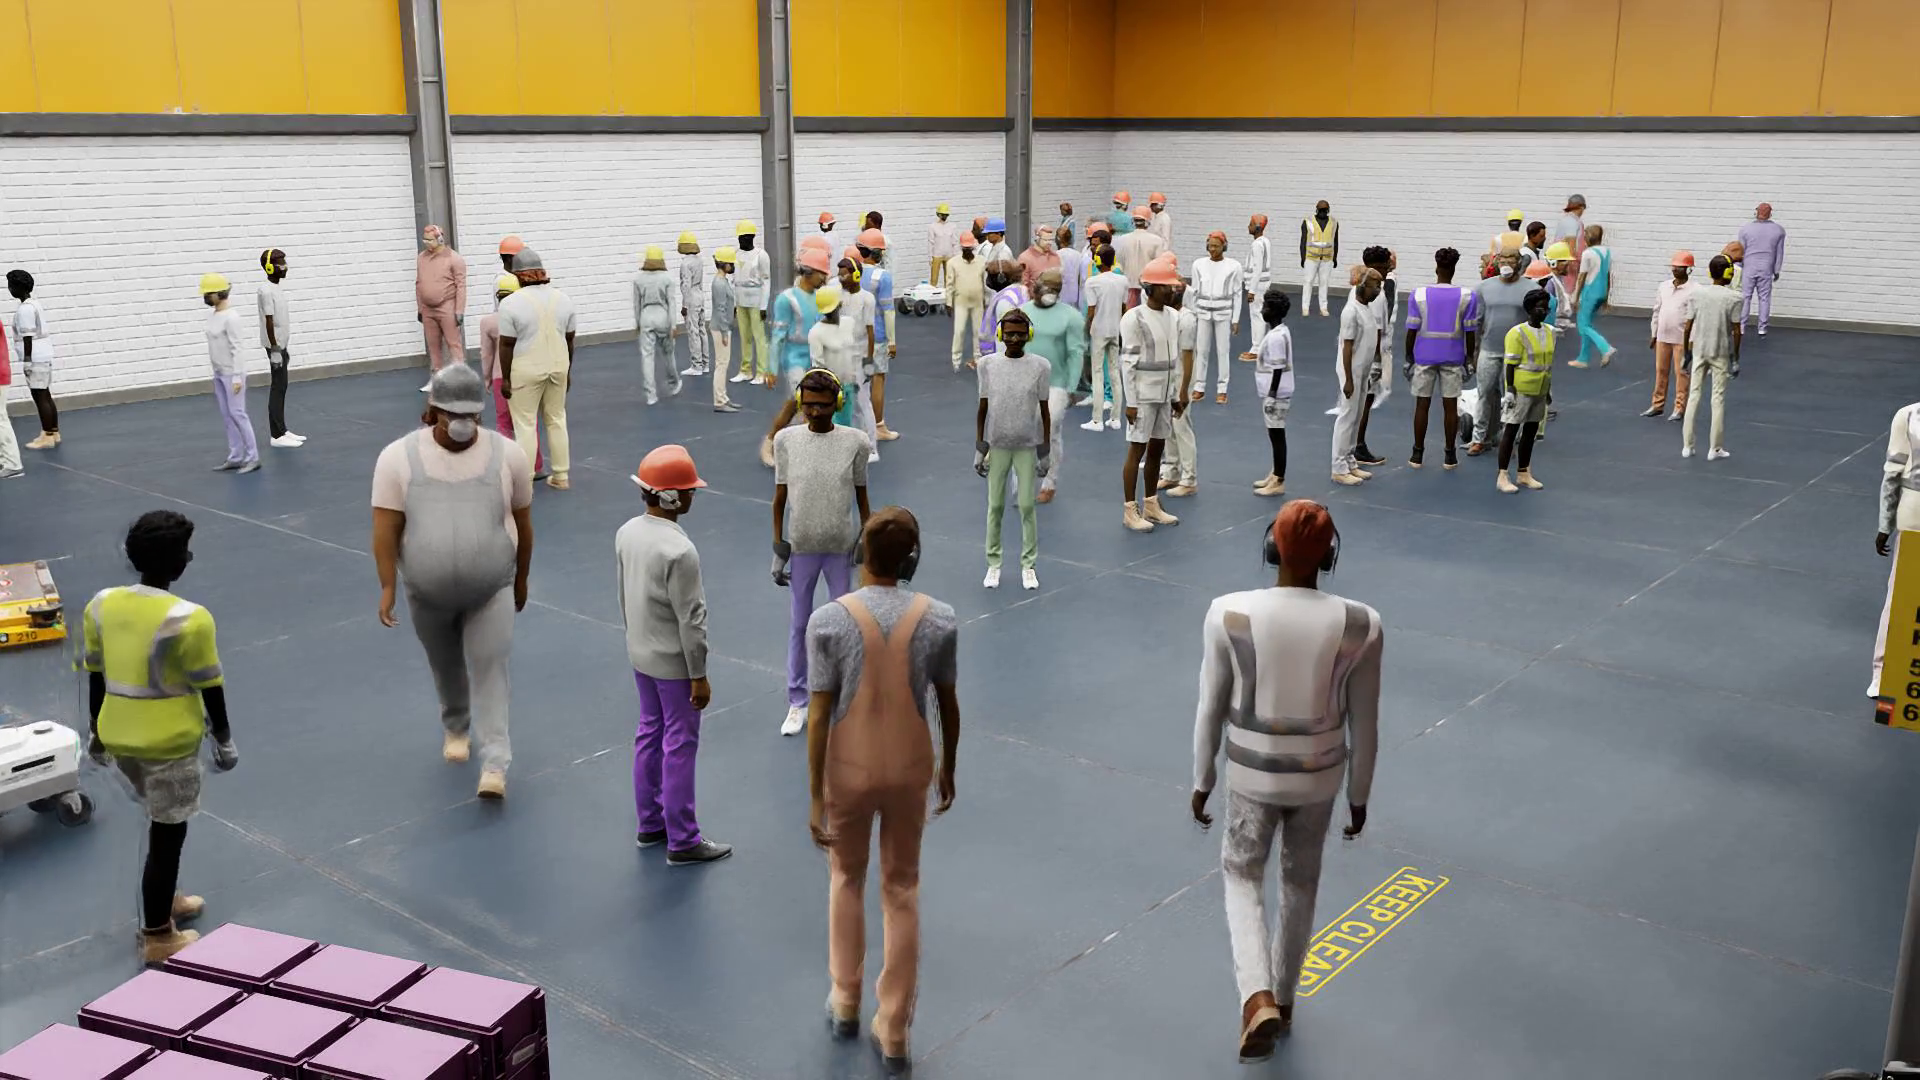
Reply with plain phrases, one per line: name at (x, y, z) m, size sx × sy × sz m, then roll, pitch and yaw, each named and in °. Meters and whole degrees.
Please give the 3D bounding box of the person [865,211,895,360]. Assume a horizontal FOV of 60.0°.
person at (-1.059, -3.291, 21.573) m, size 0.376 × 1.917 × 0.600 m, roll -7°, pitch 16°, yaw -27°

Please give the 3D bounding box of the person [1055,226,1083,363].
person at (1.240, -2.826, 19.893) m, size 0.515 × 1.835 × 0.359 m, roll -8°, pitch 16°, yaw -29°

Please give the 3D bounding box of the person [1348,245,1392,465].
person at (3.665, -1.666, 14.982) m, size 0.362 × 1.963 × 0.614 m, roll -2°, pitch 14°, yaw -6°

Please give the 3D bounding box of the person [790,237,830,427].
person at (-1.442, -1.877, 15.861) m, size 0.448 × 1.960 × 0.713 m, roll -3°, pitch 14°, yaw -14°

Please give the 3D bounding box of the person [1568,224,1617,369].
person at (7.885, -2.992, 20.587) m, size 0.511 × 1.822 × 0.662 m, roll -9°, pitch 17°, yaw -33°

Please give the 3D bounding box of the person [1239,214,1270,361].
person at (3.828, -3.260, 21.520) m, size 0.355 × 1.884 × 0.575 m, roll 4°, pitch 15°, yaw 17°

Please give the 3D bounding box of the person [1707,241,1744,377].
person at (9.305, -2.802, 20.197) m, size 0.280 × 1.631 × 0.504 m, roll -2°, pitch 14°, yaw -8°

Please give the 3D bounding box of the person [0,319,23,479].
person at (-8.427, -1.406, 14.411) m, size 0.354 × 1.737 × 0.574 m, roll -12°, pitch 18°, yaw -39°

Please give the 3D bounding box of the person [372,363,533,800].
person at (-2.297, 0.143, 7.601) m, size 0.693 × 2.000 × 1.073 m, roll -3°, pitch 14°, yaw -12°

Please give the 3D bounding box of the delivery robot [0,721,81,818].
delivery robot at (-4.144, 0.982, 7.073) m, size 0.477 × 0.478 × 0.707 m, roll 10°, pitch 17°, yaw 34°

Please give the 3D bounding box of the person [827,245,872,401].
person at (-1.130, -2.268, 17.819) m, size 0.560 × 1.752 × 0.324 m, roll 4°, pitch 15°, yaw 14°

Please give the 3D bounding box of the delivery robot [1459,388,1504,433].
delivery robot at (5.114, -1.311, 16.235) m, size 0.477 × 0.478 × 0.707 m, roll 1°, pitch 14°, yaw 4°

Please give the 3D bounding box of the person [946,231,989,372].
person at (0.106, -2.936, 20.525) m, size 0.568 × 1.730 × 0.424 m, roll 0°, pitch 14°, yaw -2°

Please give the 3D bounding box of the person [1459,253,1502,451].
person at (4.965, -1.755, 15.579) m, size 0.390 × 1.846 × 0.565 m, roll 9°, pitch 16°, yaw 31°

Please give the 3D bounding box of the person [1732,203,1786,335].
person at (11.555, -3.921, 24.112) m, size 0.651 × 1.907 × 0.409 m, roll 3°, pitch 14°, yaw 10°

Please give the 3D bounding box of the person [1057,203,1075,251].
person at (1.918, -5.234, 29.930) m, size 0.312 × 1.632 × 0.519 m, roll -5°, pitch 15°, yaw -19°

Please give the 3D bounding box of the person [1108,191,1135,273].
person at (2.509, -4.456, 26.072) m, size 0.387 × 1.996 × 0.611 m, roll -13°, pitch 19°, yaw -42°

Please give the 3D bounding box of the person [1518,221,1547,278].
person at (6.679, -2.815, 19.715) m, size 0.405 × 1.905 × 0.606 m, roll 6°, pitch 15°, yaw 23°

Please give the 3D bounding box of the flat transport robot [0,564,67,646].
flat transport robot at (-5.934, 0.384, 10.229) m, size 0.652 × 0.197 × 1.431 m, roll -9°, pitch 16°, yaw -31°

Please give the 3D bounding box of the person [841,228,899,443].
person at (-0.850, -1.965, 16.020) m, size 0.614 × 2.041 × 0.389 m, roll 10°, pitch 17°, yaw 36°

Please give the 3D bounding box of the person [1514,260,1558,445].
person at (5.462, -1.783, 15.878) m, size 0.336 × 1.753 × 0.564 m, roll 12°, pitch 18°, yaw 40°

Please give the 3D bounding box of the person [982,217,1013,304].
person at (0.453, -2.903, 19.991) m, size 0.407 × 1.941 × 0.606 m, roll -2°, pitch 14°, yaw -9°

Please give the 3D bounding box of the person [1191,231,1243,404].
person at (2.790, -2.433, 18.219) m, size 0.575 × 1.882 × 0.359 m, roll 7°, pitch 15°, yaw 24°

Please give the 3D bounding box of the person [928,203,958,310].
person at (-0.279, -4.655, 27.355) m, size 0.522 × 1.759 × 0.342 m, roll -6°, pitch 15°, yaw -22°

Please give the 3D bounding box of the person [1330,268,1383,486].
person at (3.378, -1.389, 14.136) m, size 0.341 × 1.836 × 0.516 m, roll 8°, pitch 16°, yaw 30°

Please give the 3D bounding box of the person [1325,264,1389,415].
person at (4.244, -2.132, 17.612) m, size 0.742 × 1.587 × 0.490 m, roll -2°, pitch 14°, yaw -6°

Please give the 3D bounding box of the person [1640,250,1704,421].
person at (7.385, -2.114, 17.196) m, size 0.321 × 1.755 × 0.563 m, roll -9°, pitch 17°, yaw -32°

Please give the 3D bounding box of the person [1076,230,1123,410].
person at (1.531, -2.360, 17.853) m, size 0.390 × 1.919 × 0.591 m, roll -8°, pitch 16°, yaw -28°

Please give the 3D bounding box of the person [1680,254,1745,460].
person at (6.857, -1.666, 15.191) m, size 0.513 × 1.865 × 0.329 m, roll 12°, pitch 18°, yaw 39°

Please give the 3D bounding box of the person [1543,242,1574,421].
person at (6.106, -2.158, 17.216) m, size 0.403 × 1.831 × 0.595 m, roll 6°, pitch 15°, yaw 24°

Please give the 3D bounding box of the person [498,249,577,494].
person at (-3.534, -1.412, 13.815) m, size 0.535 × 2.000 × 0.686 m, roll 14°, pitch 19°, yaw 43°

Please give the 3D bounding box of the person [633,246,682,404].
person at (-3.347, -2.401, 18.439) m, size 0.511 × 1.694 × 0.877 m, roll 1°, pitch 14°, yaw 5°

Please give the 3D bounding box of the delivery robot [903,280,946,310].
delivery robot at (-0.573, -3.938, 26.732) m, size 0.707 × 0.478 × 0.477 m, roll -12°, pitch 18°, yaw -39°

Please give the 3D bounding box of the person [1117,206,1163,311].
person at (2.316, -3.295, 21.435) m, size 0.625 × 1.990 × 0.389 m, roll 4°, pitch 15°, yaw 15°

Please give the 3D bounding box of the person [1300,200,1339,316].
person at (5.734, -4.494, 26.548) m, size 0.621 × 1.838 × 0.429 m, roll 0°, pitch 14°, yaw -2°

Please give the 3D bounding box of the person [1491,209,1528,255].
person at (7.538, -3.560, 22.717) m, size 0.599 × 1.886 × 0.889 m, roll 7°, pitch 16°, yaw 25°

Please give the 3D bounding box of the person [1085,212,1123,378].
person at (1.687, -2.971, 20.047) m, size 0.541 × 2.000 × 0.706 m, roll 1°, pitch 14°, yaw 5°
